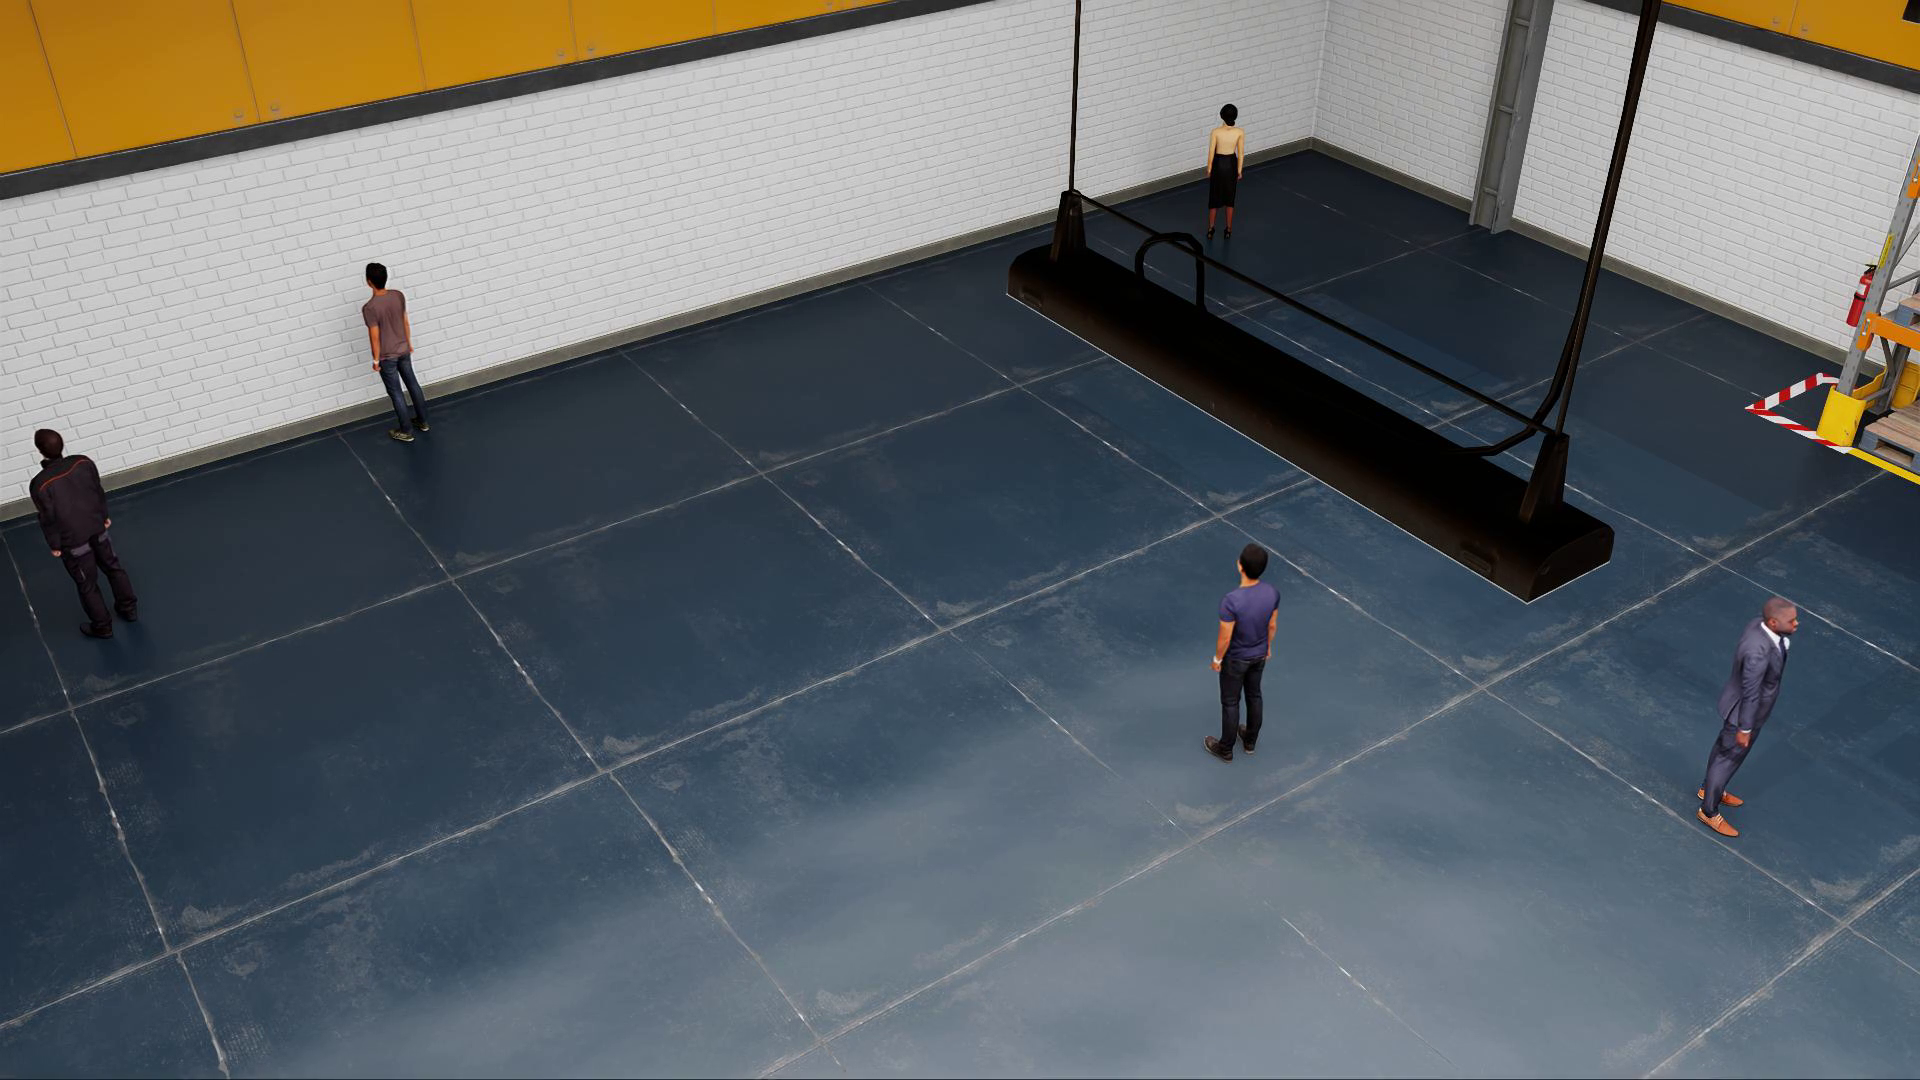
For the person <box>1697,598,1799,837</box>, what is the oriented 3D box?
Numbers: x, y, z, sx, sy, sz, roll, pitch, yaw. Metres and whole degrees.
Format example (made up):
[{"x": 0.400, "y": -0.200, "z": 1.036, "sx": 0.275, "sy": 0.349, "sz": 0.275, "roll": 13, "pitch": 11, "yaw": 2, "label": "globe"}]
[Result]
[{"x": 5.300, "y": 1.142, "z": 11.227, "sx": 0.776, "sy": 1.824, "sz": 0.790, "roll": 16, "pitch": 37, "yaw": 23, "label": "person"}]

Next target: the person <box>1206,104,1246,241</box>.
[{"x": 3.117, "y": -4.347, "z": 19.639, "sx": 0.667, "sy": 1.653, "sz": 0.704, "roll": 1, "pitch": 34, "yaw": 1, "label": "person"}]

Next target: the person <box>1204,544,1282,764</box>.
[{"x": 2.013, "y": 0.804, "z": 11.764, "sx": 0.674, "sy": 1.793, "sz": 0.579, "roll": -15, "pitch": 36, "yaw": -21, "label": "person"}]

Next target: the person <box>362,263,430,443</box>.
[{"x": -5.332, "y": -1.775, "z": 15.658, "sx": 0.683, "sy": 1.778, "sz": 0.706, "roll": 19, "pitch": 38, "yaw": 26, "label": "person"}]

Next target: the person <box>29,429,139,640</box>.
[{"x": -6.887, "y": -0.064, "z": 13.028, "sx": 0.758, "sy": 1.838, "sz": 0.795, "roll": 16, "pitch": 37, "yaw": 23, "label": "person"}]
